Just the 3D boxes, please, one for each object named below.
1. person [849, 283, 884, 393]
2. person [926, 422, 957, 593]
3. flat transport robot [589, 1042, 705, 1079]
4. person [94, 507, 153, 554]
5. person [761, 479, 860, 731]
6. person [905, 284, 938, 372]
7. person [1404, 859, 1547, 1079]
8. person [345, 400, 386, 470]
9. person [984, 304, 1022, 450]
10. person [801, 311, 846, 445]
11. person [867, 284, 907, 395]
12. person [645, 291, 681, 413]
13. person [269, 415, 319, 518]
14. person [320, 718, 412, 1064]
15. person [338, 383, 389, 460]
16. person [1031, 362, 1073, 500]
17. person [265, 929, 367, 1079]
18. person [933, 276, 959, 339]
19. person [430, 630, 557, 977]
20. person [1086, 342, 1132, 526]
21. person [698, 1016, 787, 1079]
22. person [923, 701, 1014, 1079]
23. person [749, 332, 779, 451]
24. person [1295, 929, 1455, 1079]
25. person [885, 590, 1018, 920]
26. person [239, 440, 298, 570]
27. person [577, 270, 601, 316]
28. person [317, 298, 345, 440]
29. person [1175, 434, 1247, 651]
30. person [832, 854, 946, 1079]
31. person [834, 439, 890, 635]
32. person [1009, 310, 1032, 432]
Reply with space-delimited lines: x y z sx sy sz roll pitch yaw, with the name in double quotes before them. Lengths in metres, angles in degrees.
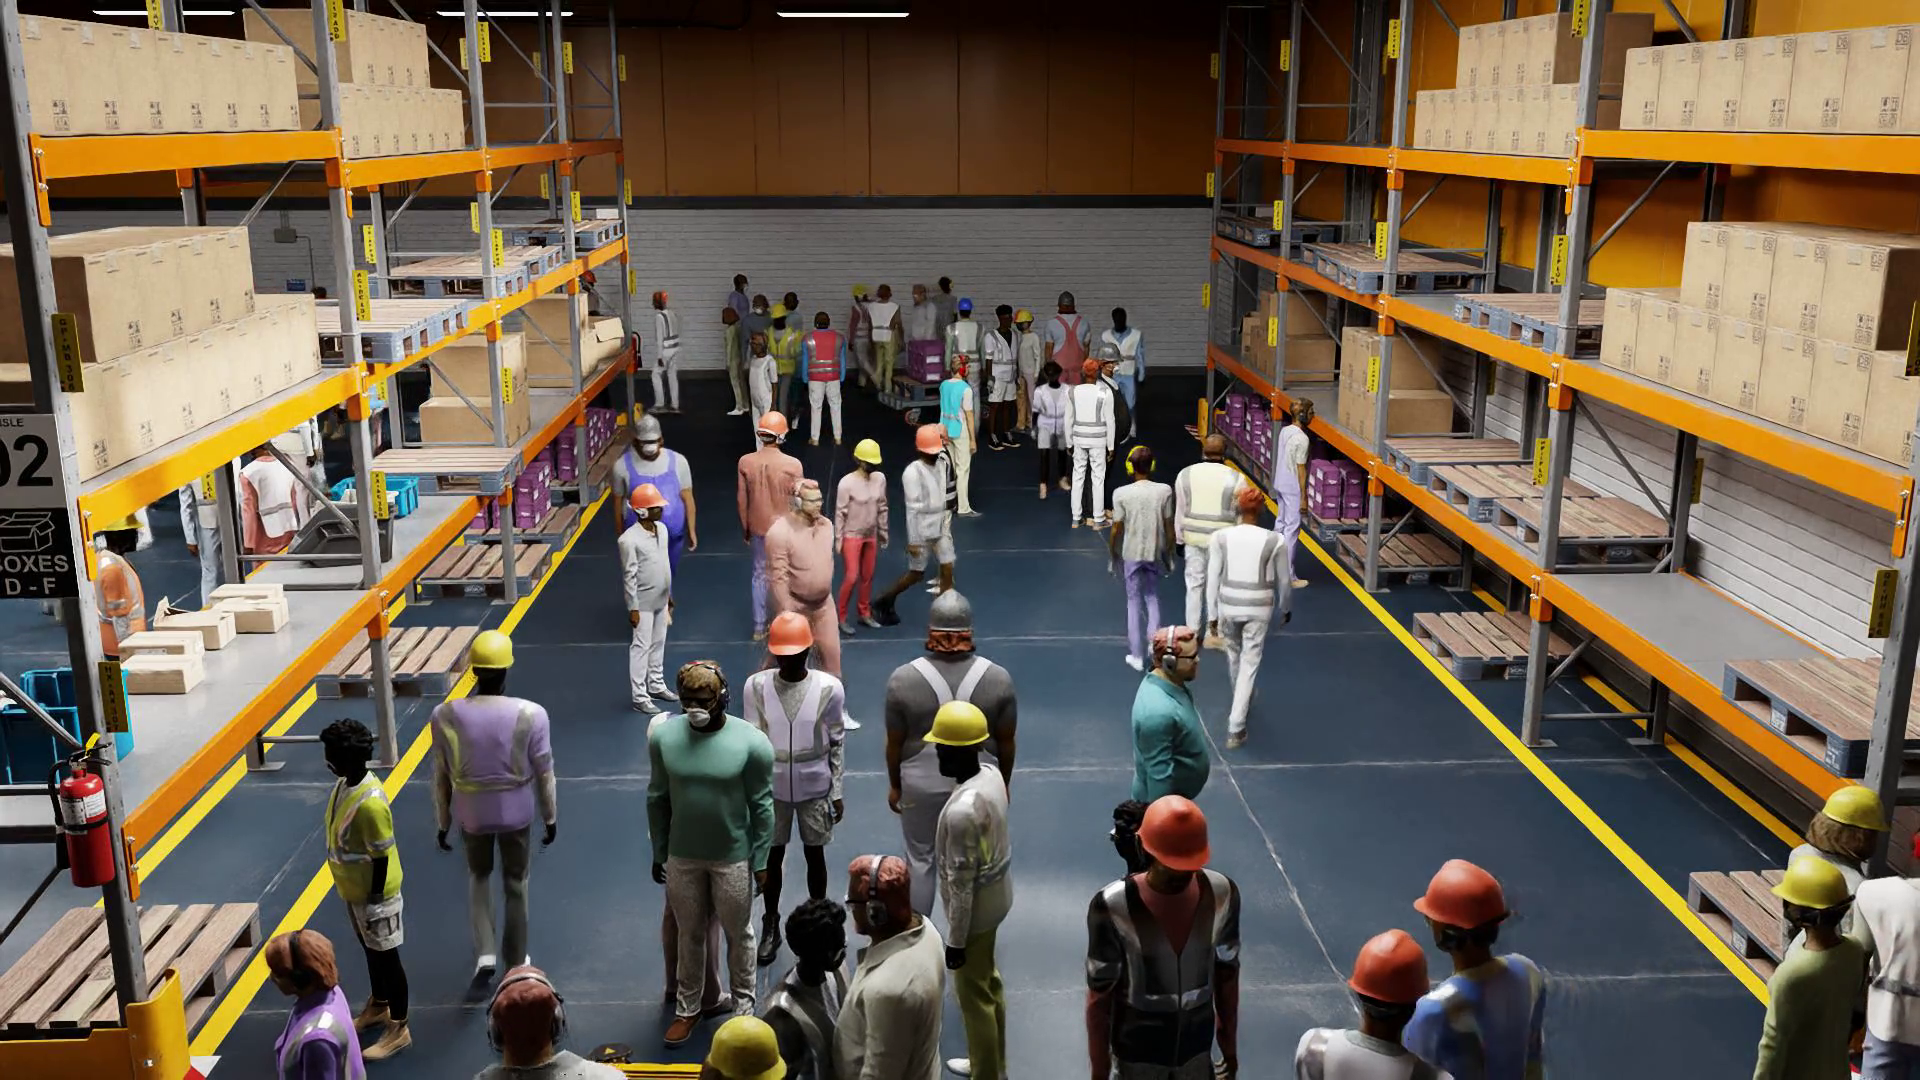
"person" -1.516 -3.275 27.081 0.772 1.797 0.598 9 17 33
"person" -0.189 -0.309 15.757 0.314 1.631 0.519 0 14 1
"flat transport robot" -1.395 2.598 7.049 0.652 0.197 1.431 0 14 2
"person" -8.765 -0.732 17.115 0.568 1.791 0.673 11 18 36
"person" -1.185 0.447 12.317 0.640 1.867 0.949 -12 19 -40
"person" -0.599 -3.062 26.046 0.432 1.887 0.642 -11 18 -36
"person" 1.715 2.060 5.775 0.631 1.974 1.102 -11 18 -37
"person" -7.571 -1.869 21.175 0.621 1.986 0.409 4 15 14
"person" 0.591 -2.215 22.560 0.607 1.966 0.367 -13 19 -41
"person" -1.871 -2.216 22.846 0.624 1.835 0.431 -4 15 -14
"person" -1.176 -3.167 26.586 0.621 1.830 0.473 6 16 23
"person" -4.511 -2.845 25.248 0.541 1.864 0.661 5 15 18
"person" -7.277 -1.028 18.085 0.576 1.880 0.350 -6 16 -23
"person" -2.835 1.650 7.935 0.319 1.693 0.532 -10 17 -34
"person" -7.464 -1.692 20.855 0.683 1.802 0.570 -12 19 -39
"person" 1.125 -1.327 19.757 0.554 1.630 0.792 0 14 -1
"person" -2.289 2.167 6.034 0.313 1.631 0.528 -5 15 -20
"person" -0.220 -3.439 27.576 0.550 1.866 0.330 9 17 31
"person" -2.375 1.385 8.541 0.612 1.910 0.416 -1 14 -6
"person" 1.622 -1.180 18.351 0.535 2.000 0.682 4 15 15
"person" -0.677 2.303 5.290 0.320 1.738 0.485 13 20 42
"person" 0.030 1.648 7.501 0.412 1.918 0.591 4 15 14
"person" -2.449 -1.658 20.619 0.345 1.846 0.506 -13 20 -42
"person" 1.338 2.175 5.408 0.545 1.930 0.387 11 18 36
"person" -0.057 1.244 8.834 0.692 2.000 0.535 -2 14 -8
"person" -5.863 -0.048 14.187 0.404 1.906 0.598 4 15 16
"person" -6.091 -3.424 27.275 0.407 1.986 0.612 9 17 30
"person" -8.761 -2.355 23.023 0.633 2.010 0.536 2 14 7
"person" 2.133 0.018 14.082 0.655 1.829 0.443 6 16 23
"person" -0.261 2.033 6.037 0.403 1.897 0.654 2 14 7
"person" -0.835 -0.032 14.446 0.432 1.744 0.554 13 19 42
"person" 0.896 -2.415 23.806 0.354 1.737 0.577 8 16 28
